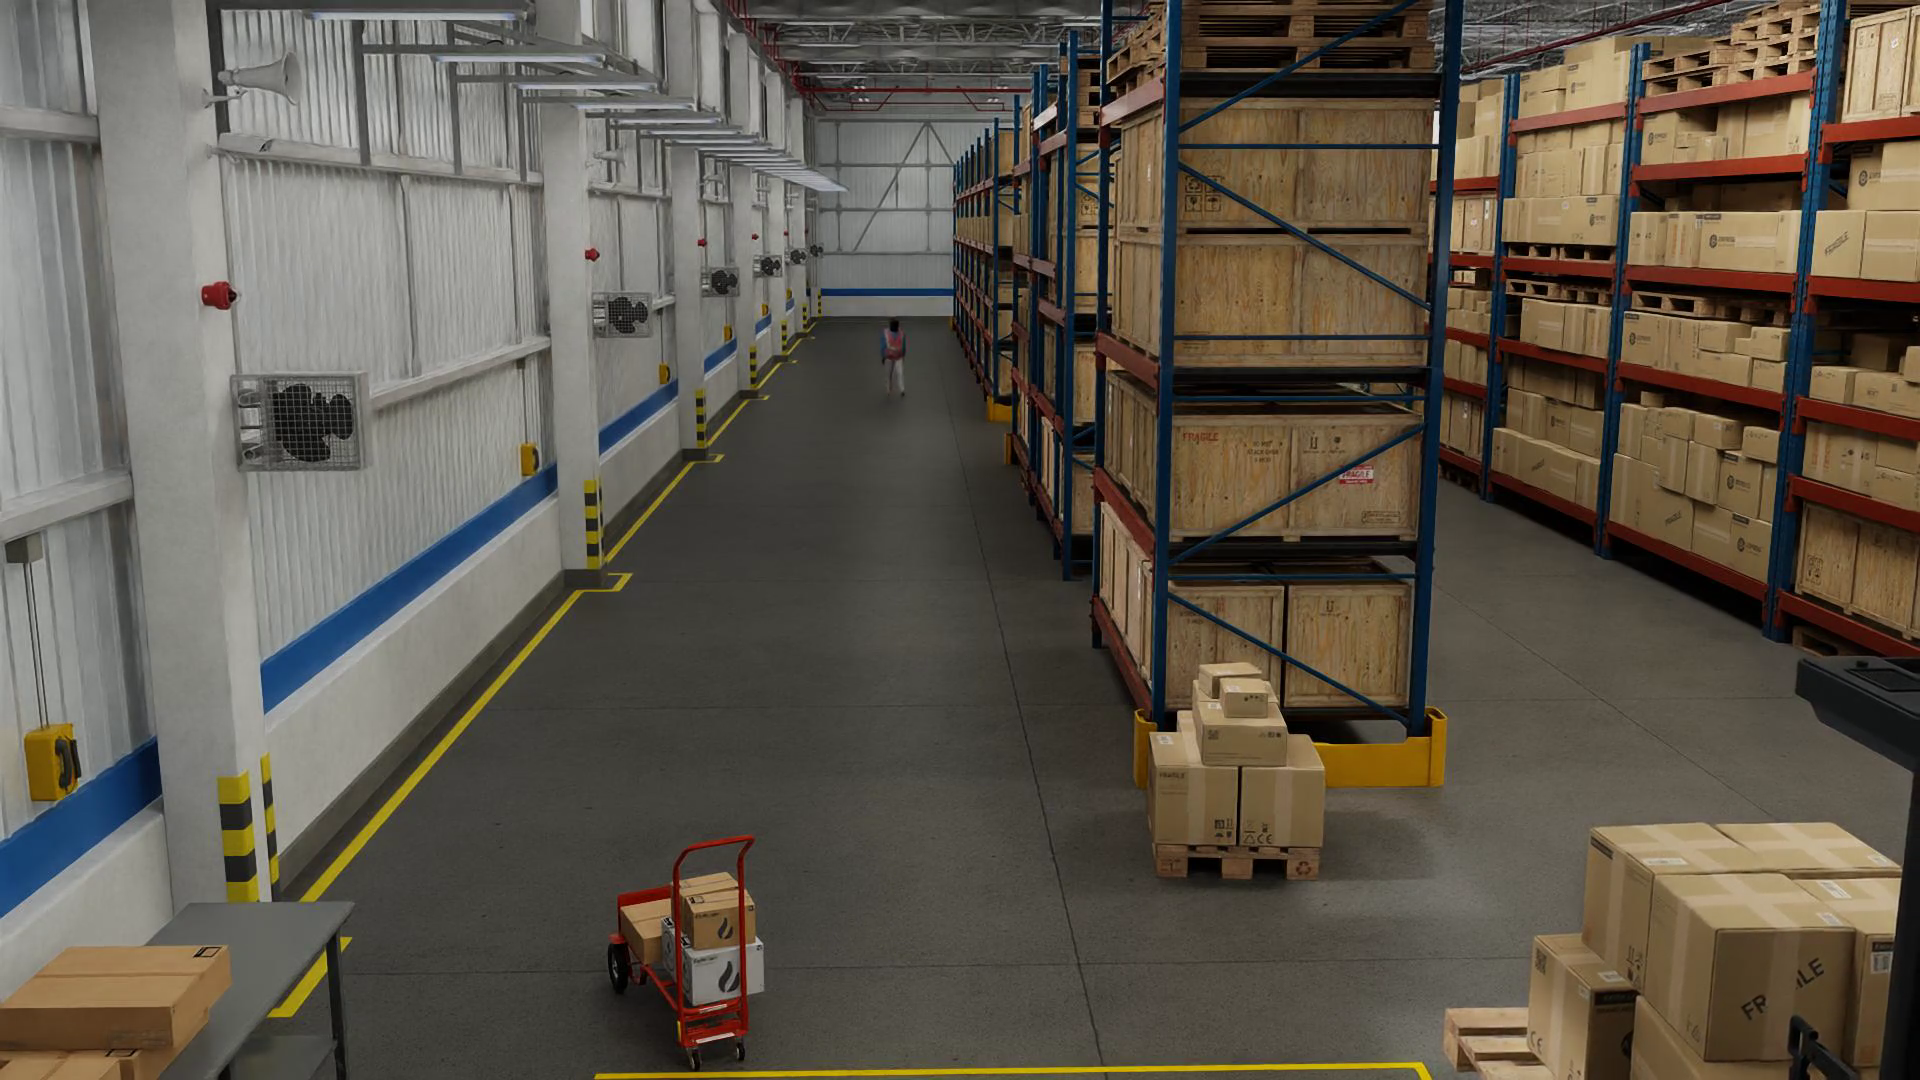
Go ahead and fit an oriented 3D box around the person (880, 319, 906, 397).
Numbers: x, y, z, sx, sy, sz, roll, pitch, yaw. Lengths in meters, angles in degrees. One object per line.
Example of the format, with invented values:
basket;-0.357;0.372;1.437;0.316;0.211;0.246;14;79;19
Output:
person;-1.532;-4.225;38.665;0.630;1.790;0.963;-3;11;-15

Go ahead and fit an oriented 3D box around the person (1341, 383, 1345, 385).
person;6.264;-2.198;27.831;0.608;1.898;0.628;1;11;7

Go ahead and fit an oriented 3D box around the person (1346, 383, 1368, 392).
person;7.431;-2.693;30.644;0.866;1.805;0.597;-4;11;-19
